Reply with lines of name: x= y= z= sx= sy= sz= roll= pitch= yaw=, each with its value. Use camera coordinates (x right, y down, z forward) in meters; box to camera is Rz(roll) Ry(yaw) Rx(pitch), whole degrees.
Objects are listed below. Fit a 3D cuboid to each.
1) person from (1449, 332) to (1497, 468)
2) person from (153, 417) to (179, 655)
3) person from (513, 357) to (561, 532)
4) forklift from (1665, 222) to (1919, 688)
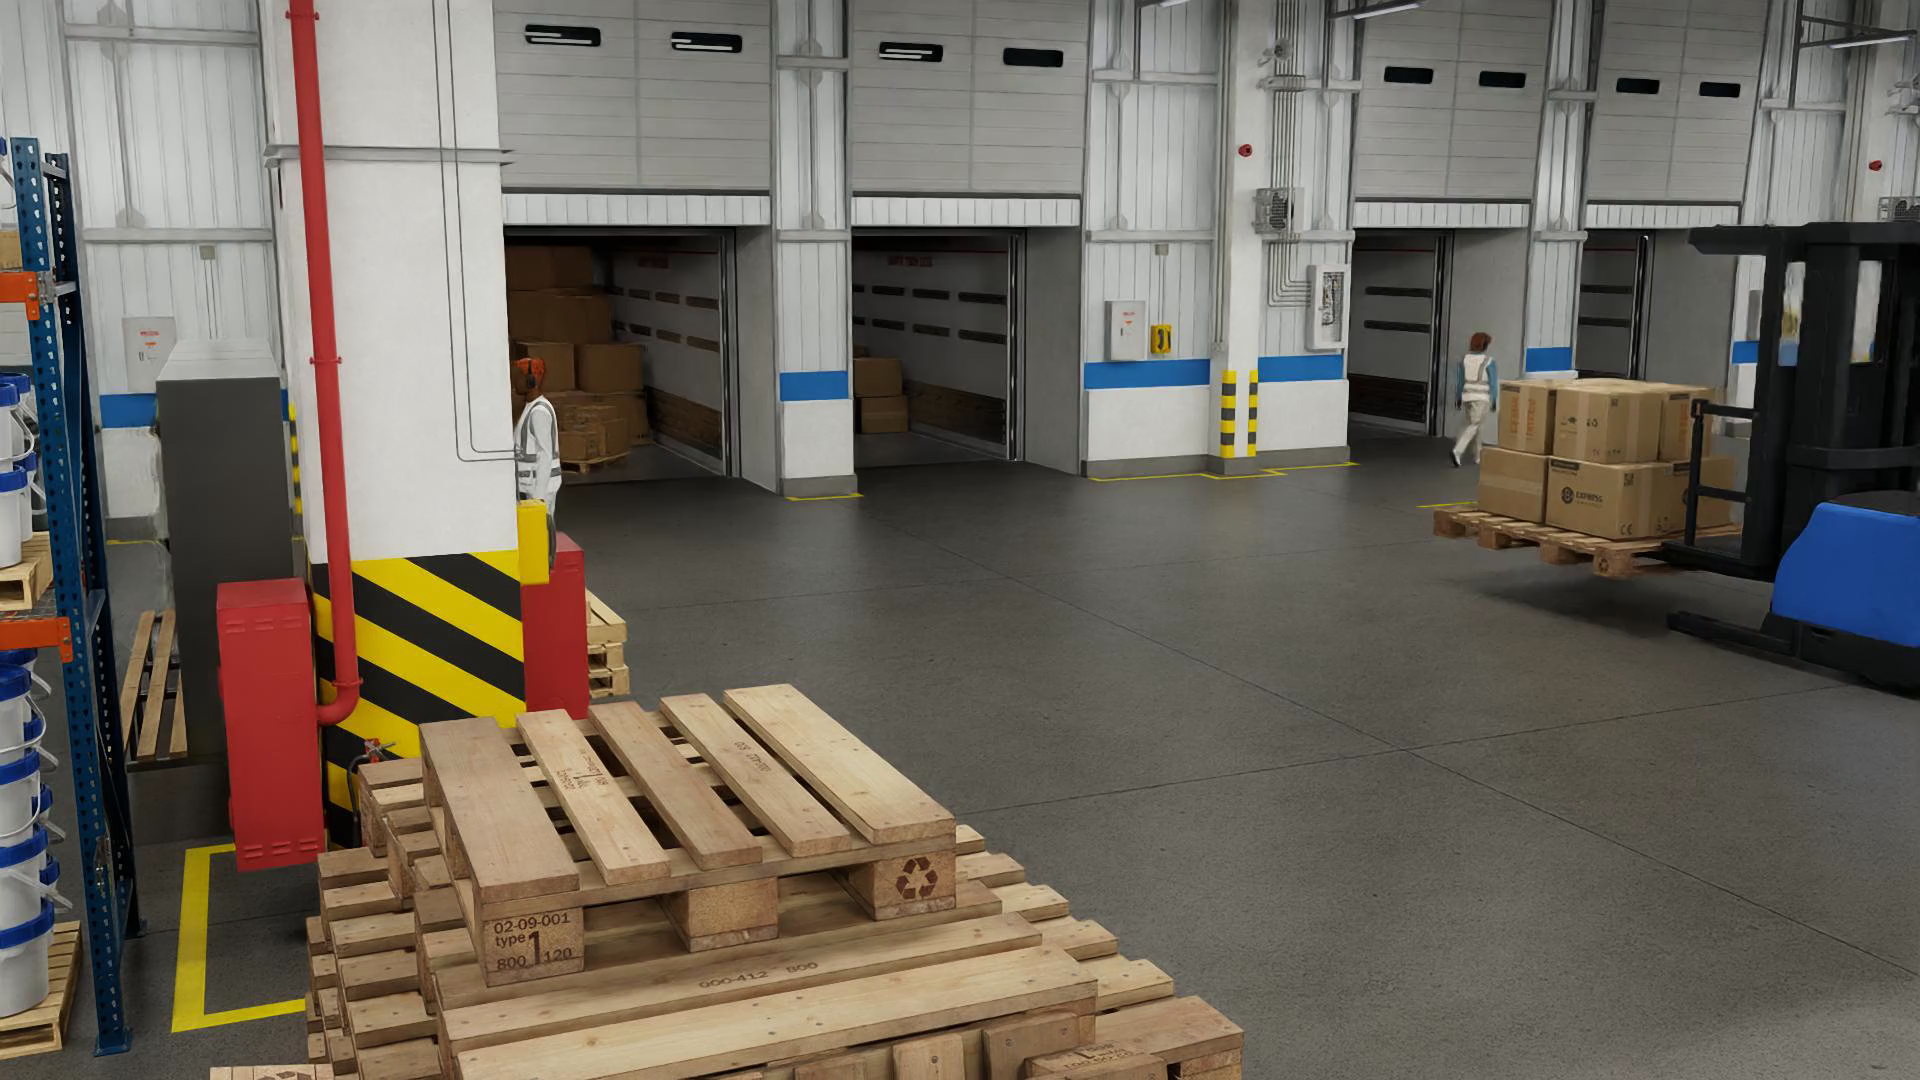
person: x=6.143 y=-1.678 z=19.928 sx=0.754 sy=1.613 sz=0.529 roll=-6 pitch=12 yaw=-31
person: x=-5.053 y=-0.082 z=10.807 sx=0.363 sy=1.718 sz=0.507 roll=-5 pitch=11 yaw=-26
person: x=-3.055 y=-0.375 z=11.997 sx=0.349 sy=1.884 sz=0.584 roll=-3 pitch=11 yaw=-18
forklift: x=5.764 y=-0.627 z=10.642 sx=1.129 sy=2.768 sz=1.873 roll=-4 pitch=11 yaw=-23
